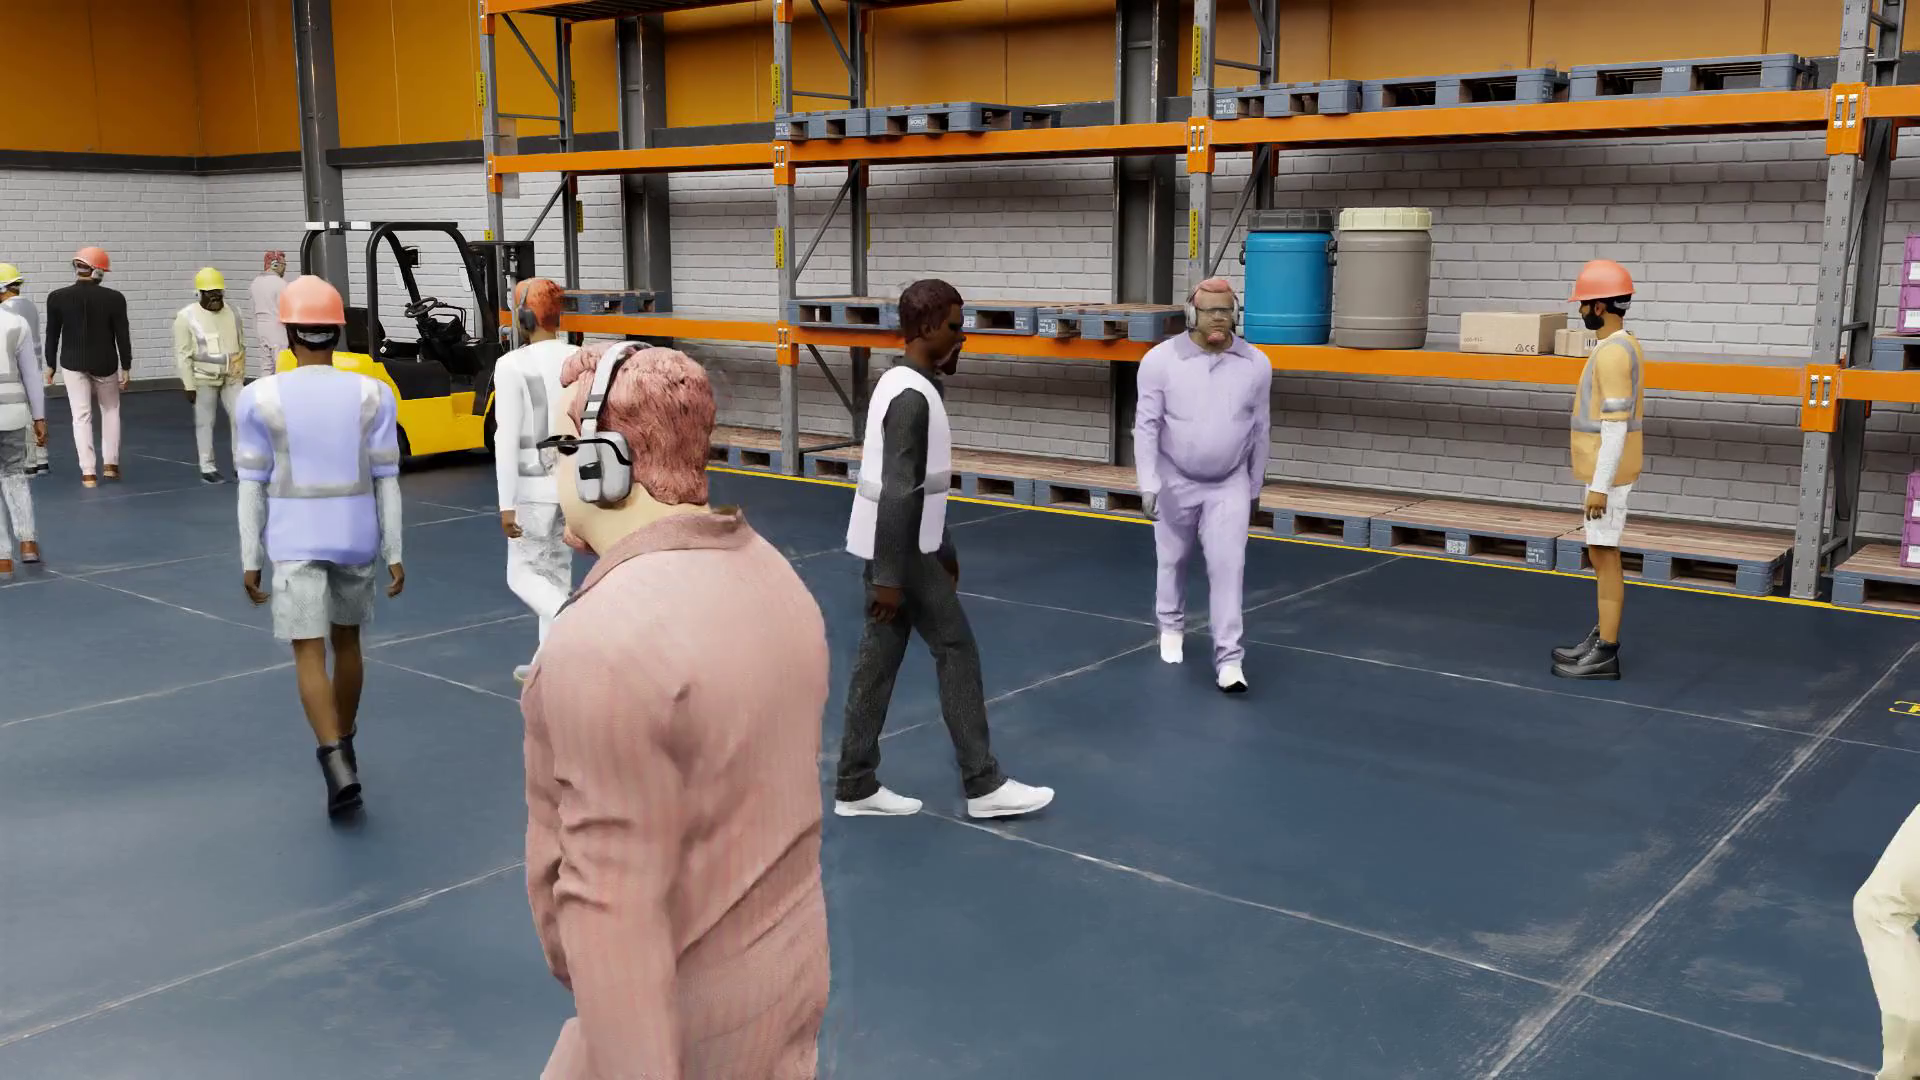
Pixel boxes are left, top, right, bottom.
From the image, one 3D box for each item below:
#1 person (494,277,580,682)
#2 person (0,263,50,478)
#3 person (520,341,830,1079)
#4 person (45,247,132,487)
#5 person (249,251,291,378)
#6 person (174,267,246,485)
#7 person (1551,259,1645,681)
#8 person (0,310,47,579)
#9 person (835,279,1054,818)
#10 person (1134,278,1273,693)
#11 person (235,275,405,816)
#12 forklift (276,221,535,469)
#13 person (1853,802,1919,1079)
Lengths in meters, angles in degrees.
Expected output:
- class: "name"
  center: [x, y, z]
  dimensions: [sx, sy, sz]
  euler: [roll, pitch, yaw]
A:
- class: "person"
  center: [-1.782, -0.216, 7.317]
  dimensions: [0.672, 1.871, 0.598]
  euler: [7, 12, 34]
- class: "person"
  center: [-8.055, -1.439, 14.191]
  dimensions: [0.404, 1.827, 0.600]
  euler: [-1, 10, -7]
- class: "person"
  center: [-0.429, 0.670, 2.368]
  dimensions: [0.527, 1.884, 0.686]
  euler: [3, 11, 18]
- class: "person"
  center: [-7.225, -1.437, 13.796]
  dimensions: [0.652, 1.955, 0.662]
  euler: [-5, 11, -25]
- class: "person"
  center: [-7.657, -2.284, 18.679]
  dimensions: [0.643, 1.902, 0.400]
  euler: [7, 12, 35]
- class: "person"
  center: [-6.090, -1.325, 13.647]
  dimensions: [0.702, 1.796, 0.607]
  euler: [8, 13, 38]
- class: "person"
  center: [2.945, -0.315, 7.675]
  dimensions: [0.376, 1.933, 0.545]
  euler: [4, 11, 23]
- class: "person"
  center: [-5.864, -0.730, 10.004]
  dimensions: [0.616, 1.918, 0.560]
  euler: [-10, 14, -43]
- class: "person"
  center: [-0.043, 0.052, 5.772]
  dimensions: [0.888, 1.880, 0.611]
  euler: [-1, 10, -5]
- class: "person"
  center: [1.116, -0.267, 7.646]
  dimensions: [0.641, 1.852, 1.043]
  euler: [0, 10, 1]
- class: "person"
  center: [-2.276, 0.008, 5.968]
  dimensions: [0.552, 1.904, 0.929]
  euler: [-6, 12, -29]
- class: "forklift"
  center: [-4.922, -1.741, 14.854]
  dimensions: [1.214, 2.155, 2.313]
  euler: [8, 13, 38]
- class: "person"
  center: [2.219, 0.557, 3.704]
  dimensions: [0.517, 1.615, 0.544]
  euler: [-8, 13, -39]
